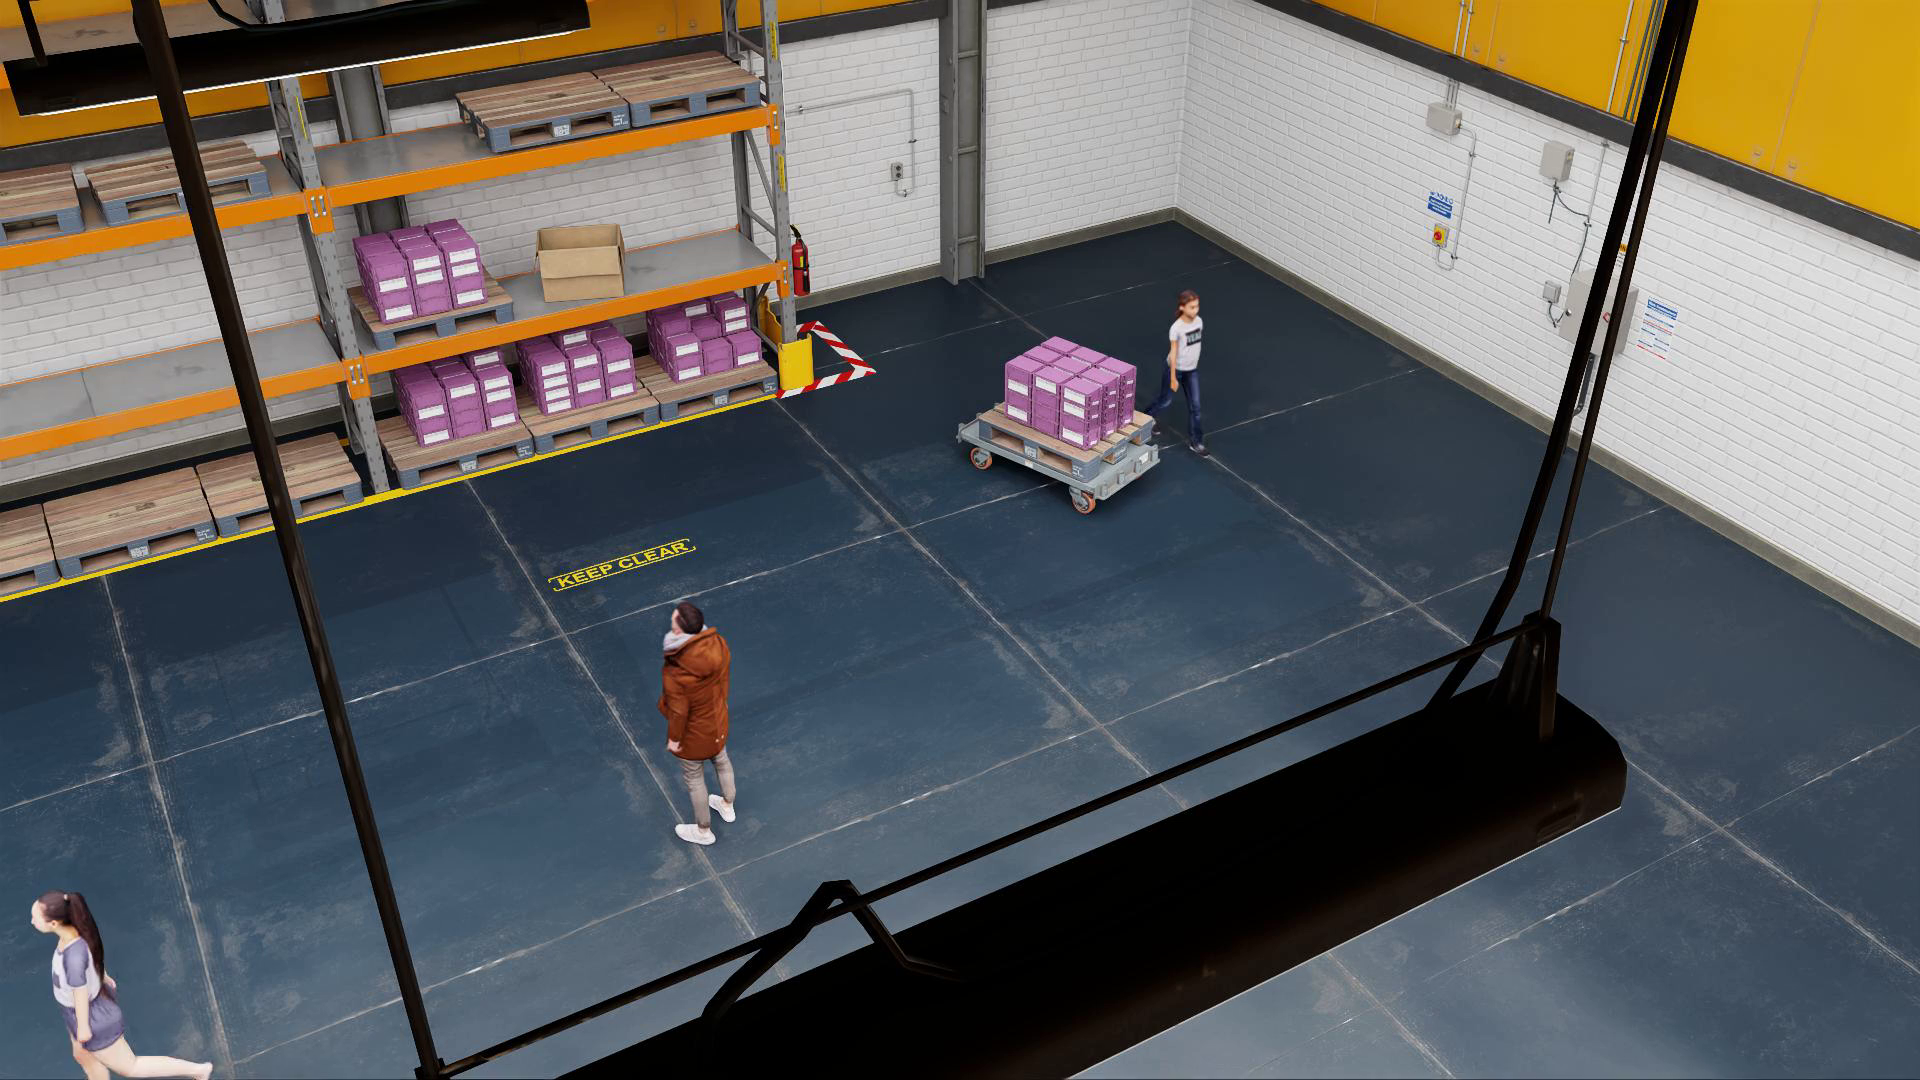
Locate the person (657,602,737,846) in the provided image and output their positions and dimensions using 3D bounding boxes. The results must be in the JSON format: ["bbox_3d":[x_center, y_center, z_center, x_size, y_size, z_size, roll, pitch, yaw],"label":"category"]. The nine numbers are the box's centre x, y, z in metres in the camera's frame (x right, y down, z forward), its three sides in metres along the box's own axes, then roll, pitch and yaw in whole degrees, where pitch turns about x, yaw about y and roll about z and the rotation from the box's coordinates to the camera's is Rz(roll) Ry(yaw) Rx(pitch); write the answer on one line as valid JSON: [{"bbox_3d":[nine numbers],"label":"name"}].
[{"bbox_3d":[-1.661,1.160,10.630,0.894,1.839,0.803,20,38,27],"label":"person"}]

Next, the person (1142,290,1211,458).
[{"bbox_3d":[1.940,-1.557,15.001,1.011,1.526,0.635,-20,38,-27],"label":"person"}]

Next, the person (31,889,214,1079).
[{"bbox_3d":[-4.502,2.484,8.835,0.965,1.621,0.602,-16,37,-23],"label":"person"}]
